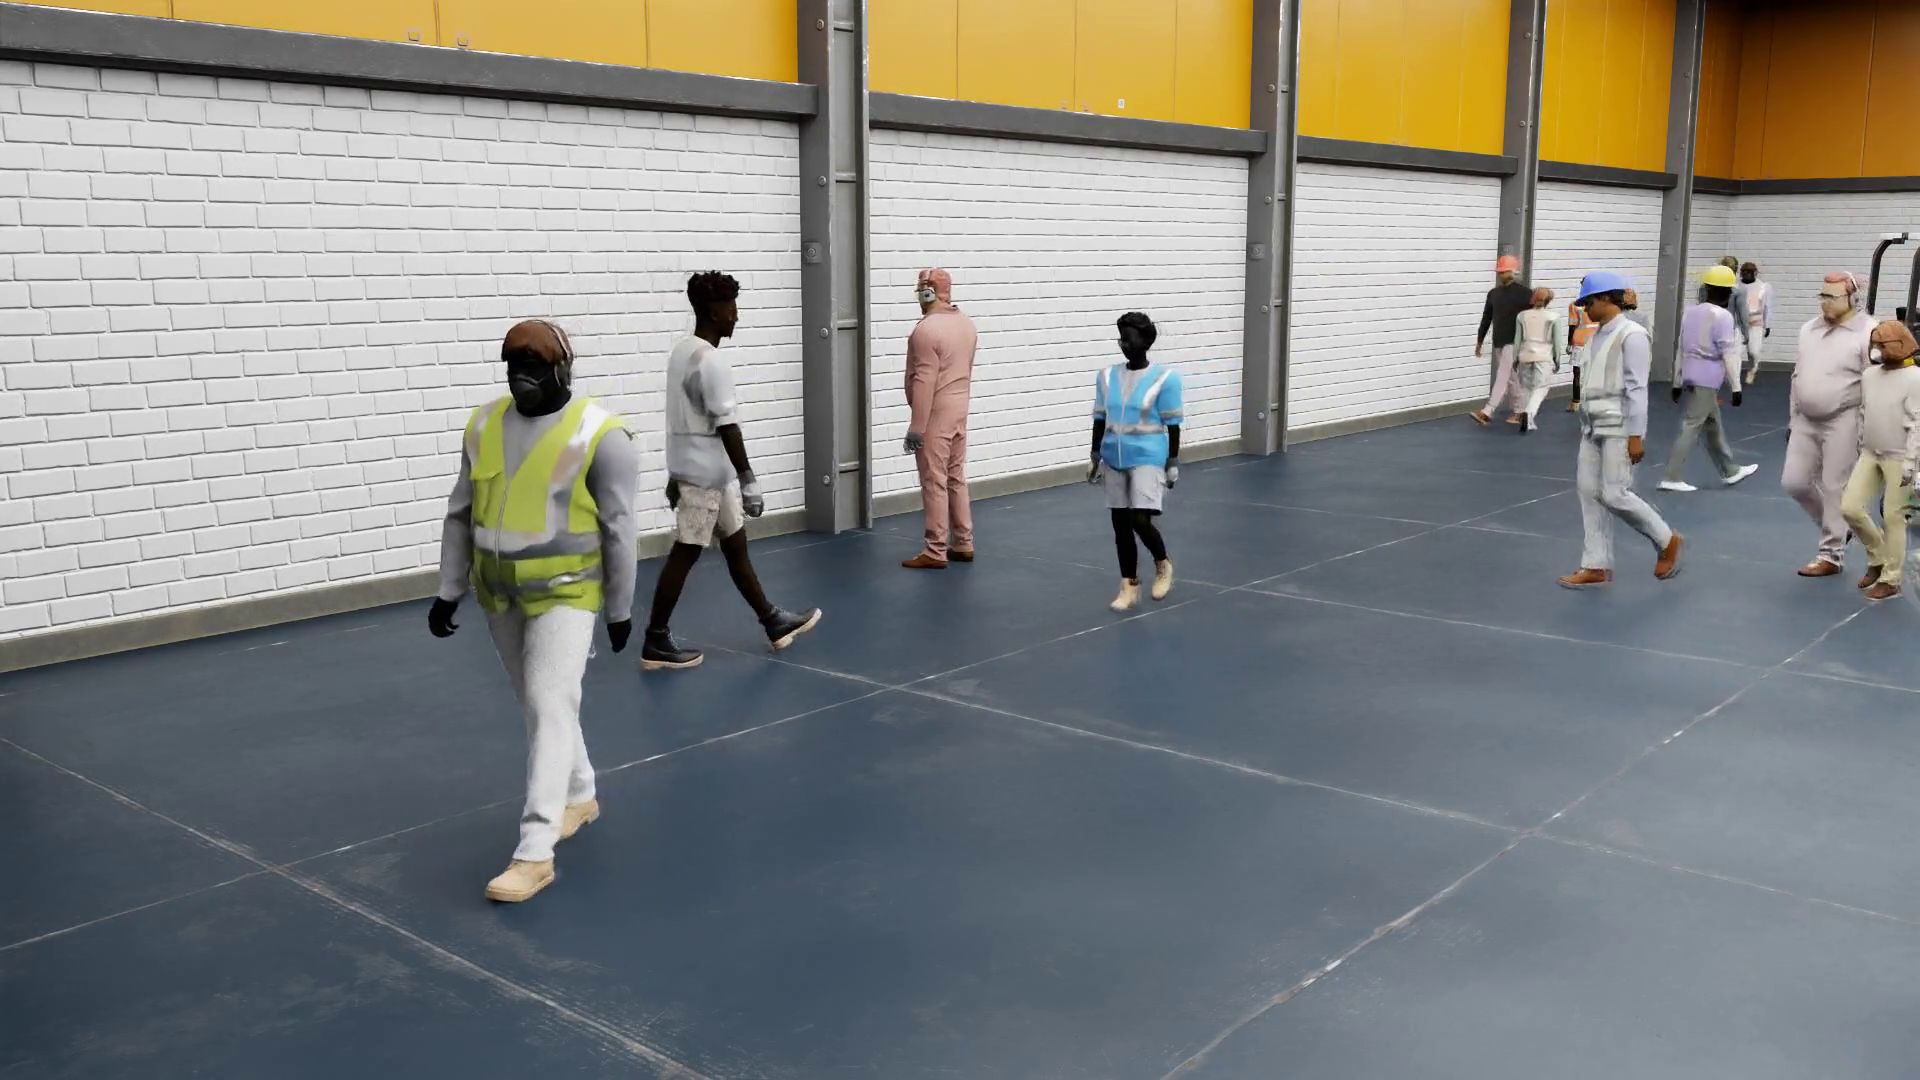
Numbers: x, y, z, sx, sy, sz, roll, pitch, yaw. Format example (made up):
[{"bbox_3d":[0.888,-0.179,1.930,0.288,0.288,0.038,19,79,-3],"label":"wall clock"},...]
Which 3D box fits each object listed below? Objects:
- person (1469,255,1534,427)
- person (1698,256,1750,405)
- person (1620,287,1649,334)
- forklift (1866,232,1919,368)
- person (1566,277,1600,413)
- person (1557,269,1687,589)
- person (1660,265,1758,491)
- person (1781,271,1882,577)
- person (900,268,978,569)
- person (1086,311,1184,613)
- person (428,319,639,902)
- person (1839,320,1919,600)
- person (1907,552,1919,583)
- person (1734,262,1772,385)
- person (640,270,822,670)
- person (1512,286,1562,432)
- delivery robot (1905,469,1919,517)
[{"bbox_3d":[6.199,-2.272,19.028,1.031,1.935,0.654,-6,11,-29],"label":"person"},{"bbox_3d":[9.883,-2.693,21.482,0.712,1.914,0.659,-6,12,-31],"label":"person"},{"bbox_3d":[7.227,-1.940,18.101,0.500,1.597,0.816,7,12,34],"label":"person"},{"bbox_3d":[9.955,-1.972,16.595,2.313,2.155,1.214,1,10,8],"label":"forklift"},{"bbox_3d":[7.735,-2.408,20.505,0.532,1.694,0.319,0,10,0],"label":"person"},{"bbox_3d":[3.937,-0.654,9.932,0.669,1.900,0.645,-2,10,-10],"label":"person"},{"bbox_3d":[6.326,-1.334,13.869,0.985,1.871,0.601,-1,10,-5],"label":"person"},{"bbox_3d":[5.394,-0.712,10.281,0.450,1.889,0.681,-4,11,-22],"label":"person"},{"bbox_3d":[-0.149,-0.759,10.557,0.427,1.913,0.677,5,11,27],"label":"person"},{"bbox_3d":[0.967,-0.430,9.262,0.541,1.682,0.393,8,13,37],"label":"person"},{"bbox_3d":[-1.390,0.187,5.431,0.627,1.807,0.832,4,11,24],"label":"person"},{"bbox_3d":[5.327,-0.452,9.581,0.351,1.616,0.509,-3,11,-19],"label":"person"},{"bbox_3d":[5.696,-0.572,9.188,0.752,1.999,0.673,1,10,6],"label":"person"},{"bbox_3d":[11.328,-3.086,23.964,0.658,1.835,0.545,5,11,25],"label":"person"},{"bbox_3d":[-1.126,-0.334,8.052,0.990,1.908,0.631,-4,11,-20],"label":"person"},{"bbox_3d":[6.291,-1.968,18.205,0.522,1.613,0.687,8,13,40],"label":"person"},{"bbox_3d":[7.157,-0.398,12.030,0.707,0.478,0.477,-2,10,-10],"label":"delivery robot"}]
